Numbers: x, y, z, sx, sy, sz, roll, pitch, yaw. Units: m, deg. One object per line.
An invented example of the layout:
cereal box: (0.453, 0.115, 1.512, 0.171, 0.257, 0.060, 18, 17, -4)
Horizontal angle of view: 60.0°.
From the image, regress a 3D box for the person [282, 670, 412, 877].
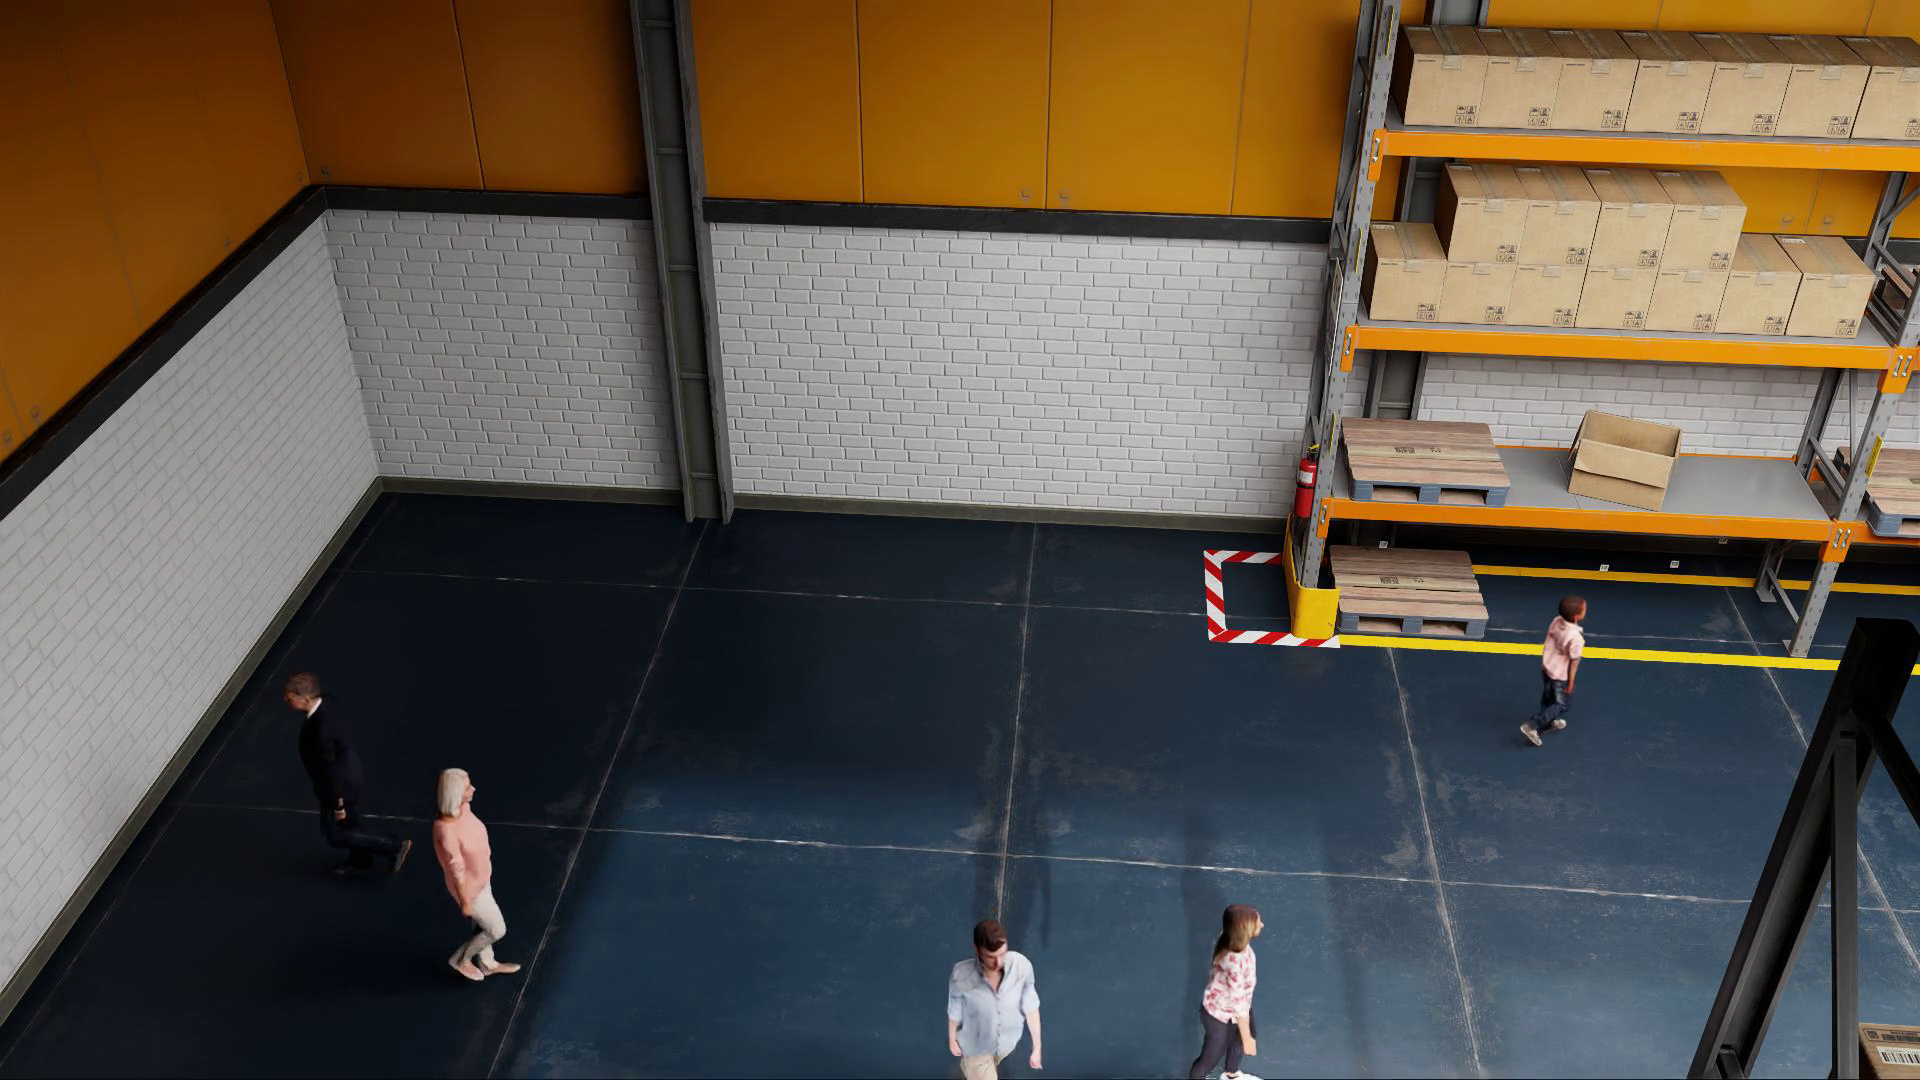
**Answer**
person: (-4.038, 1.577, 10.998, 0.947, 1.798, 0.858, -6, 34, -9)

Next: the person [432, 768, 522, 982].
person: (-3.111, 2.101, 10.281, 0.715, 1.720, 0.679, -4, 34, -5)

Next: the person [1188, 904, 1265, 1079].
person: (1.431, 2.682, 9.501, 0.715, 1.614, 0.600, 6, 34, 9)

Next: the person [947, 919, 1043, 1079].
person: (0.143, 2.718, 9.274, 1.275, 1.806, 1.086, -11, 35, -17)

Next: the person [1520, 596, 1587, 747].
person: (4.413, 0.966, 12.367, 0.793, 1.299, 0.664, -9, 35, -14)
